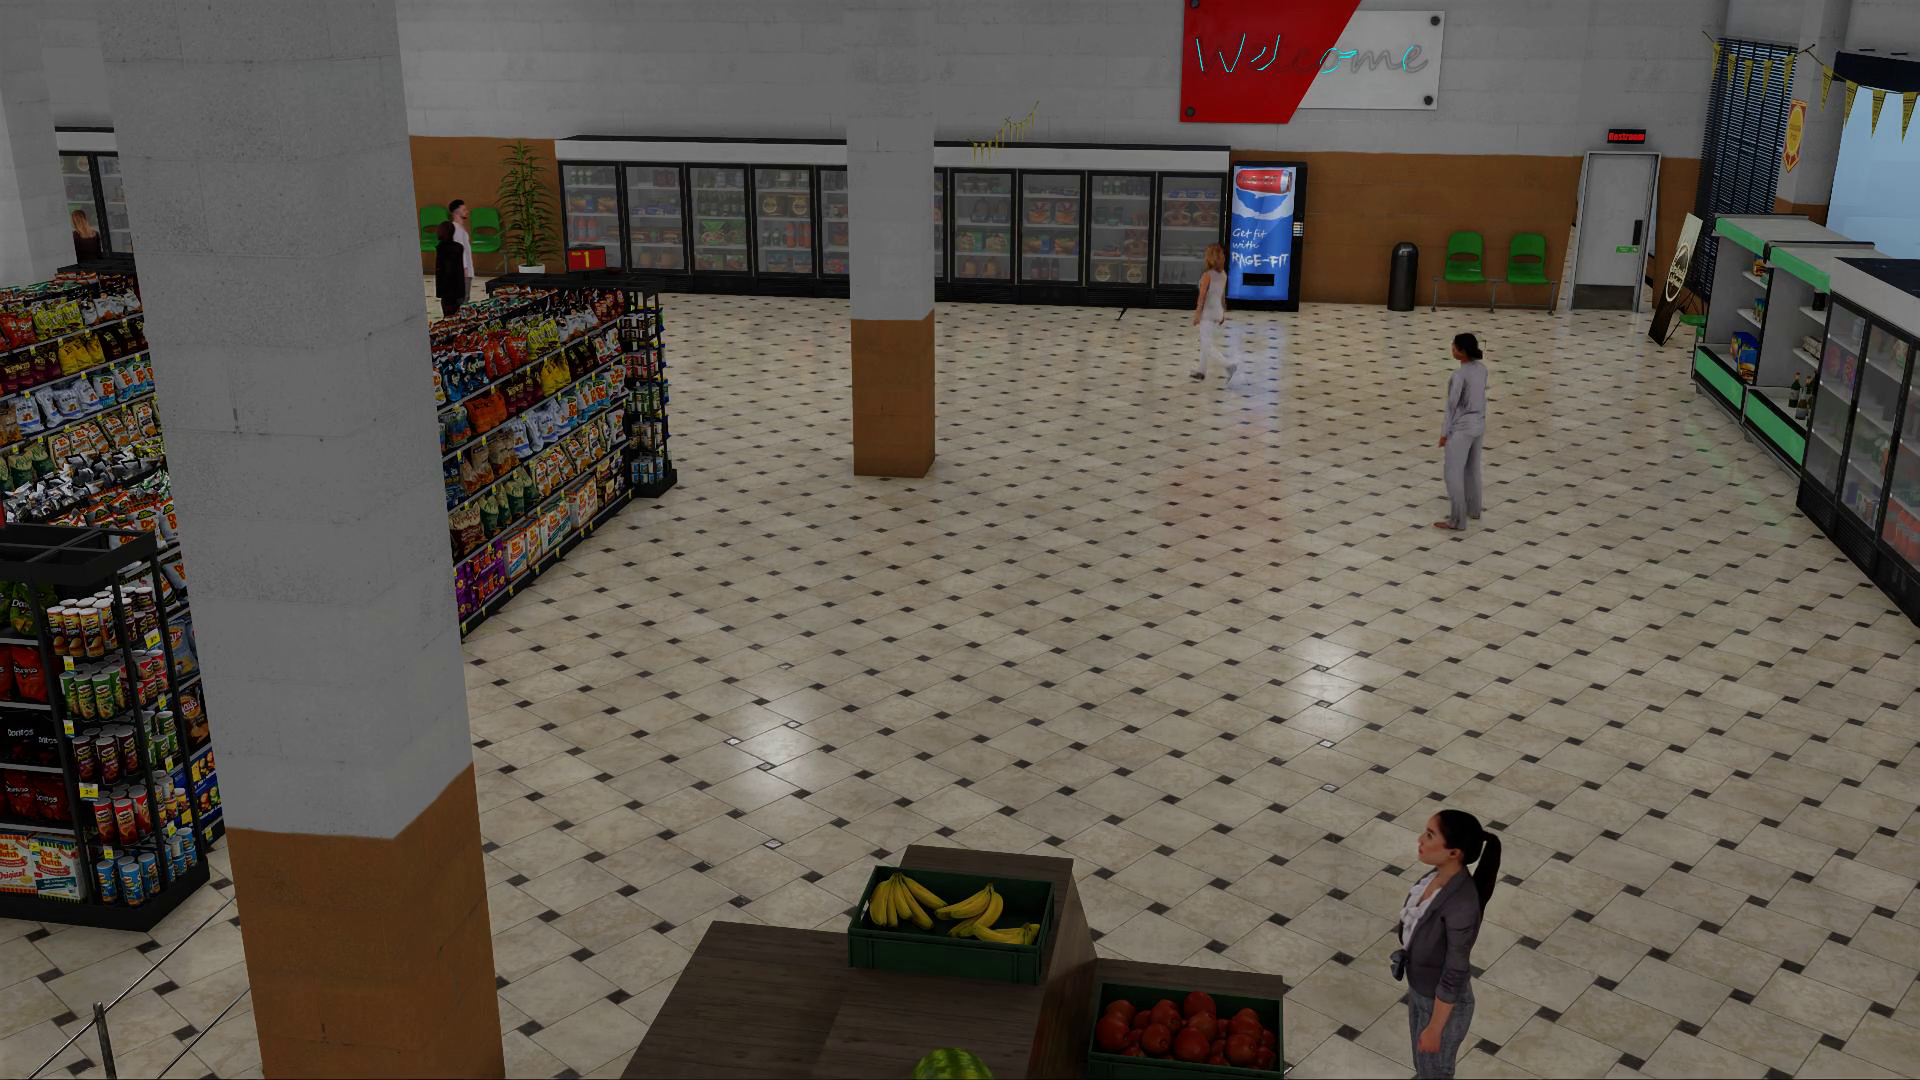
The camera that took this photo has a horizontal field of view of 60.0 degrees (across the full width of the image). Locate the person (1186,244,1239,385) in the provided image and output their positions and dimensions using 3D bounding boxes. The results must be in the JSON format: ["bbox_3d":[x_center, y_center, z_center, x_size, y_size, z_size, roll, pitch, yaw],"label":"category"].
[{"bbox_3d":[3.048,-2.669,19.825,0.951,1.653,1.005,15,24,37],"label":"person"}]

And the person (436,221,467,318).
[{"bbox_3d":[-6.314,-3.070,20.745,0.832,1.825,0.670,-3,19,-9],"label":"person"}]

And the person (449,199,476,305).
[{"bbox_3d":[-6.766,-3.712,22.627,0.805,1.839,0.659,-6,20,-17],"label":"person"}]

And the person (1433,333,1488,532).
[{"bbox_3d":[4.451,-0.955,14.637,0.854,1.719,0.953,-11,21,-29],"label":"person"}]

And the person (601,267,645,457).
[{"bbox_3d":[-3.389,-1.742,16.560,0.904,1.982,0.705,9,21,26],"label":"person"}]

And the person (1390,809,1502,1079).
[{"bbox_3d":[1.870,1.810,6.500,0.683,1.679,0.537,2,19,6],"label":"person"}]

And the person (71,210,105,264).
[{"bbox_3d":[-11.830,-3.627,22.584,0.730,1.704,0.580,13,22,33],"label":"person"}]
